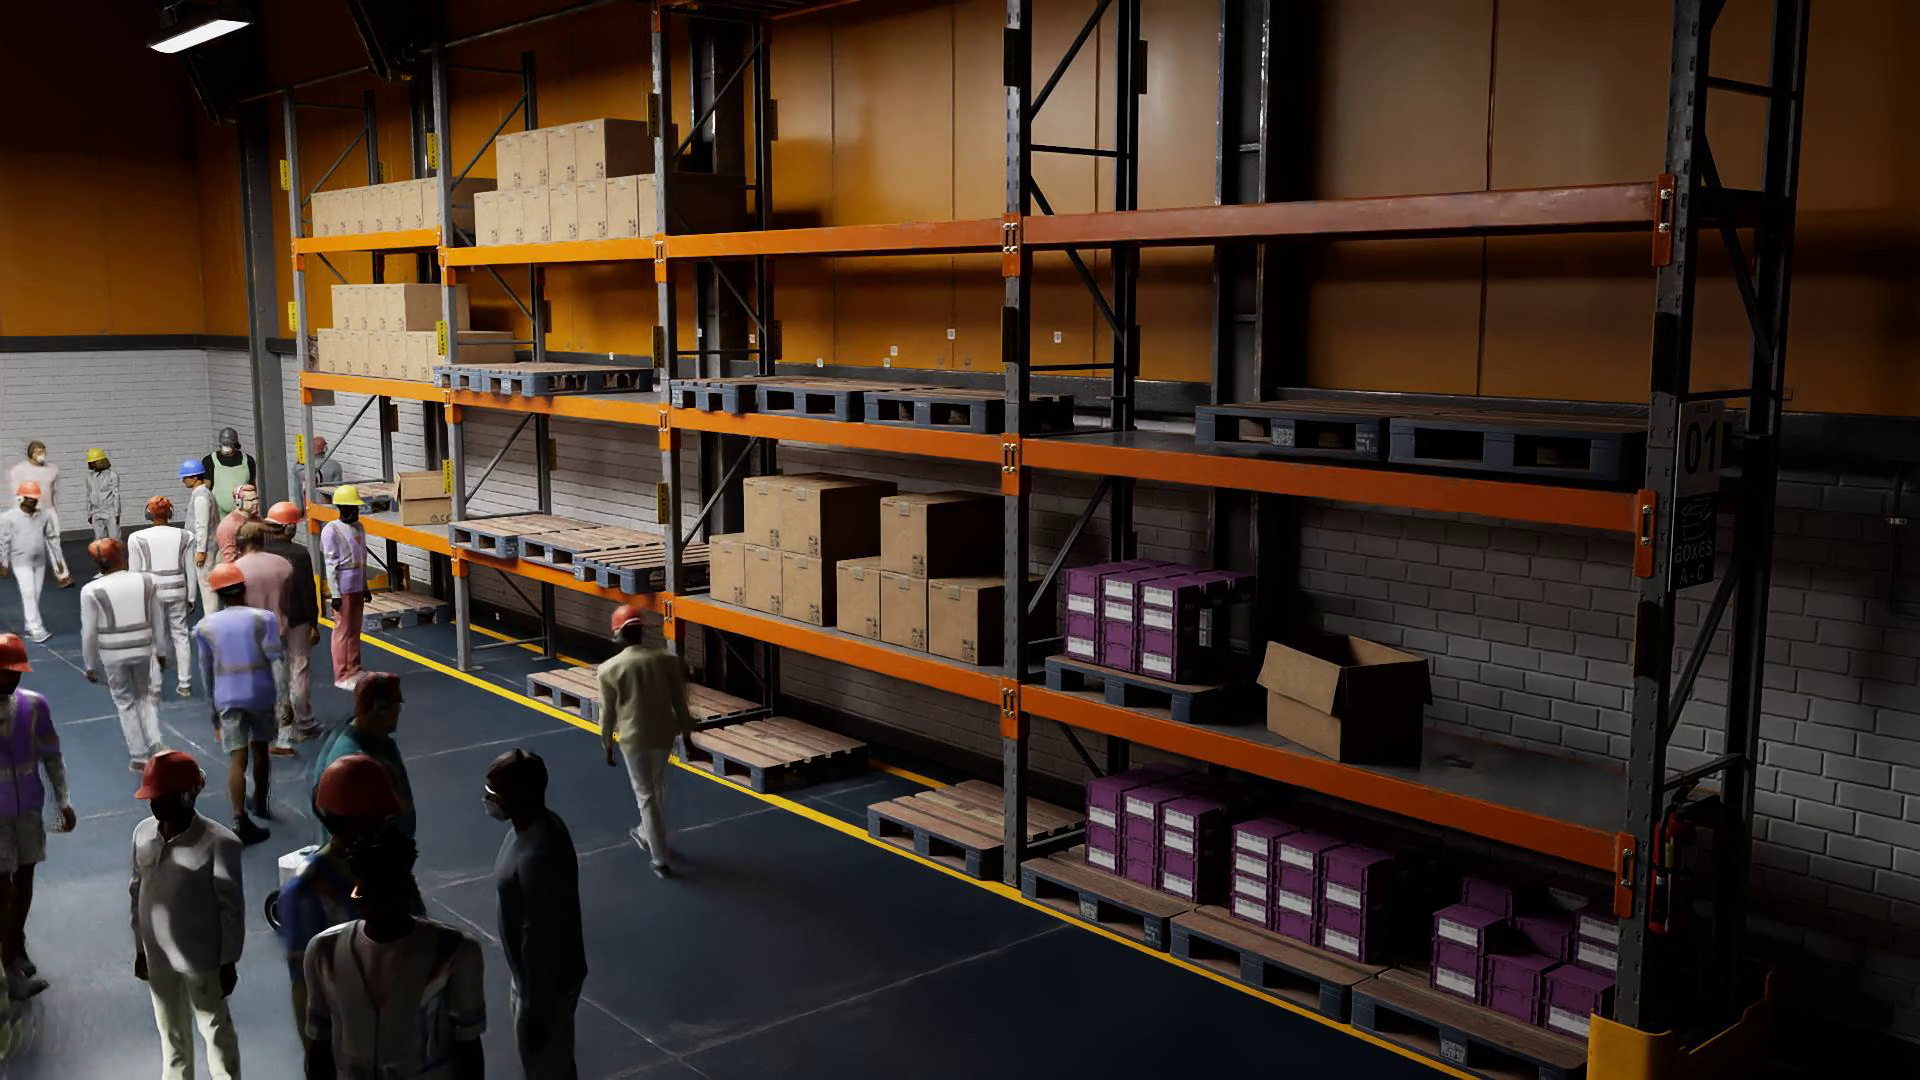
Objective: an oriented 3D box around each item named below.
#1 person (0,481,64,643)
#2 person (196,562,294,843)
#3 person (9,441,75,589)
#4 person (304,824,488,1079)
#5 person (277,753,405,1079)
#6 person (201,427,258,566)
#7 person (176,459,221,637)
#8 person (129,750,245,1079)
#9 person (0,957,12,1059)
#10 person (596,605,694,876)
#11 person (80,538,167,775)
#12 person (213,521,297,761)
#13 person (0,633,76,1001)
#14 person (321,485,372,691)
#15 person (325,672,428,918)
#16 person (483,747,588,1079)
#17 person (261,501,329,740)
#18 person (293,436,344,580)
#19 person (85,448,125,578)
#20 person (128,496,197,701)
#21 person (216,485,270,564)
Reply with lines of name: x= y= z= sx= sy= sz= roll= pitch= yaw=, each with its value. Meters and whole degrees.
person: x=-9.874 y=0.232 z=17.793 sx=0.719 sy=1.722 sz=0.593 roll=4 pitch=9 yaw=26
person: x=-4.886 y=1.092 z=11.399 sx=0.600 sy=1.863 sz=0.978 roll=-2 pitch=9 yaw=-16
person: x=-11.675 y=-0.313 z=21.076 sx=1.037 sy=1.887 sz=0.642 roll=6 pitch=10 yaw=37
person: x=-1.865 y=1.887 z=5.517 sx=0.599 sy=1.959 sz=0.368 roll=0 pitch=8 yaw=1
person: x=-2.209 y=1.766 z=6.132 sx=0.438 sy=2.031 sz=0.607 roll=3 pitch=9 yaw=18
person: x=-9.409 y=-0.454 z=21.500 sx=0.672 sy=2.000 sz=0.536 roll=-6 pitch=10 yaw=-35
person: x=-8.277 y=0.082 z=18.155 sx=0.419 sy=1.933 sz=0.618 roll=-4 pitch=9 yaw=-24
person: x=-3.333 y=1.755 z=7.139 sx=0.561 sy=1.752 sz=0.326 roll=3 pitch=9 yaw=17
person: x=-3.613 y=1.877 z=6.107 sx=0.759 sy=1.811 sz=0.660 roll=-5 pitch=10 yaw=-32
person: x=-2.068 y=1.267 z=10.746 sx=0.604 sy=1.686 sz=0.848 roll=-6 pitch=10 yaw=-36
person: x=-6.409 y=0.894 z=12.738 sx=0.417 sy=1.861 sz=0.603 roll=7 pitch=11 yaw=40
person: x=-5.673 y=0.789 z=13.331 sx=0.961 sy=1.895 sz=0.628 roll=7 pitch=10 yaw=38
person: x=-4.990 y=1.446 z=8.791 sx=0.770 sy=1.894 sz=0.563 roll=6 pitch=10 yaw=34
person: x=-5.751 y=0.440 z=15.676 sx=0.364 sy=1.928 sz=0.586 roll=1 pitch=8 yaw=10
person: x=-2.727 y=1.570 z=8.006 sx=0.839 sy=1.866 sz=0.693 roll=-1 pitch=8 yaw=-4
person: x=-1.657 y=1.755 z=6.555 sx=0.369 sy=1.930 sz=0.624 roll=-3 pitch=9 yaw=-19
person: x=-5.587 y=0.673 z=13.826 sx=0.619 sy=1.994 sz=0.381 roll=2 pitch=9 yaw=17
person: x=-8.336 y=-0.405 z=21.693 sx=0.652 sy=1.894 sz=0.460 roll=0 pitch=8 yaw=1
person: x=-11.248 y=-0.345 z=21.823 sx=0.490 sy=1.729 sz=0.323 roll=2 pitch=8 yaw=10
person: x=-7.296 y=0.530 z=15.246 sx=0.570 sy=1.880 sz=0.355 roll=-6 pitch=10 yaw=-38
person: x=-6.774 y=0.419 z=15.895 sx=0.409 sy=1.909 sz=0.641 roll=1 pitch=8 yaw=8
